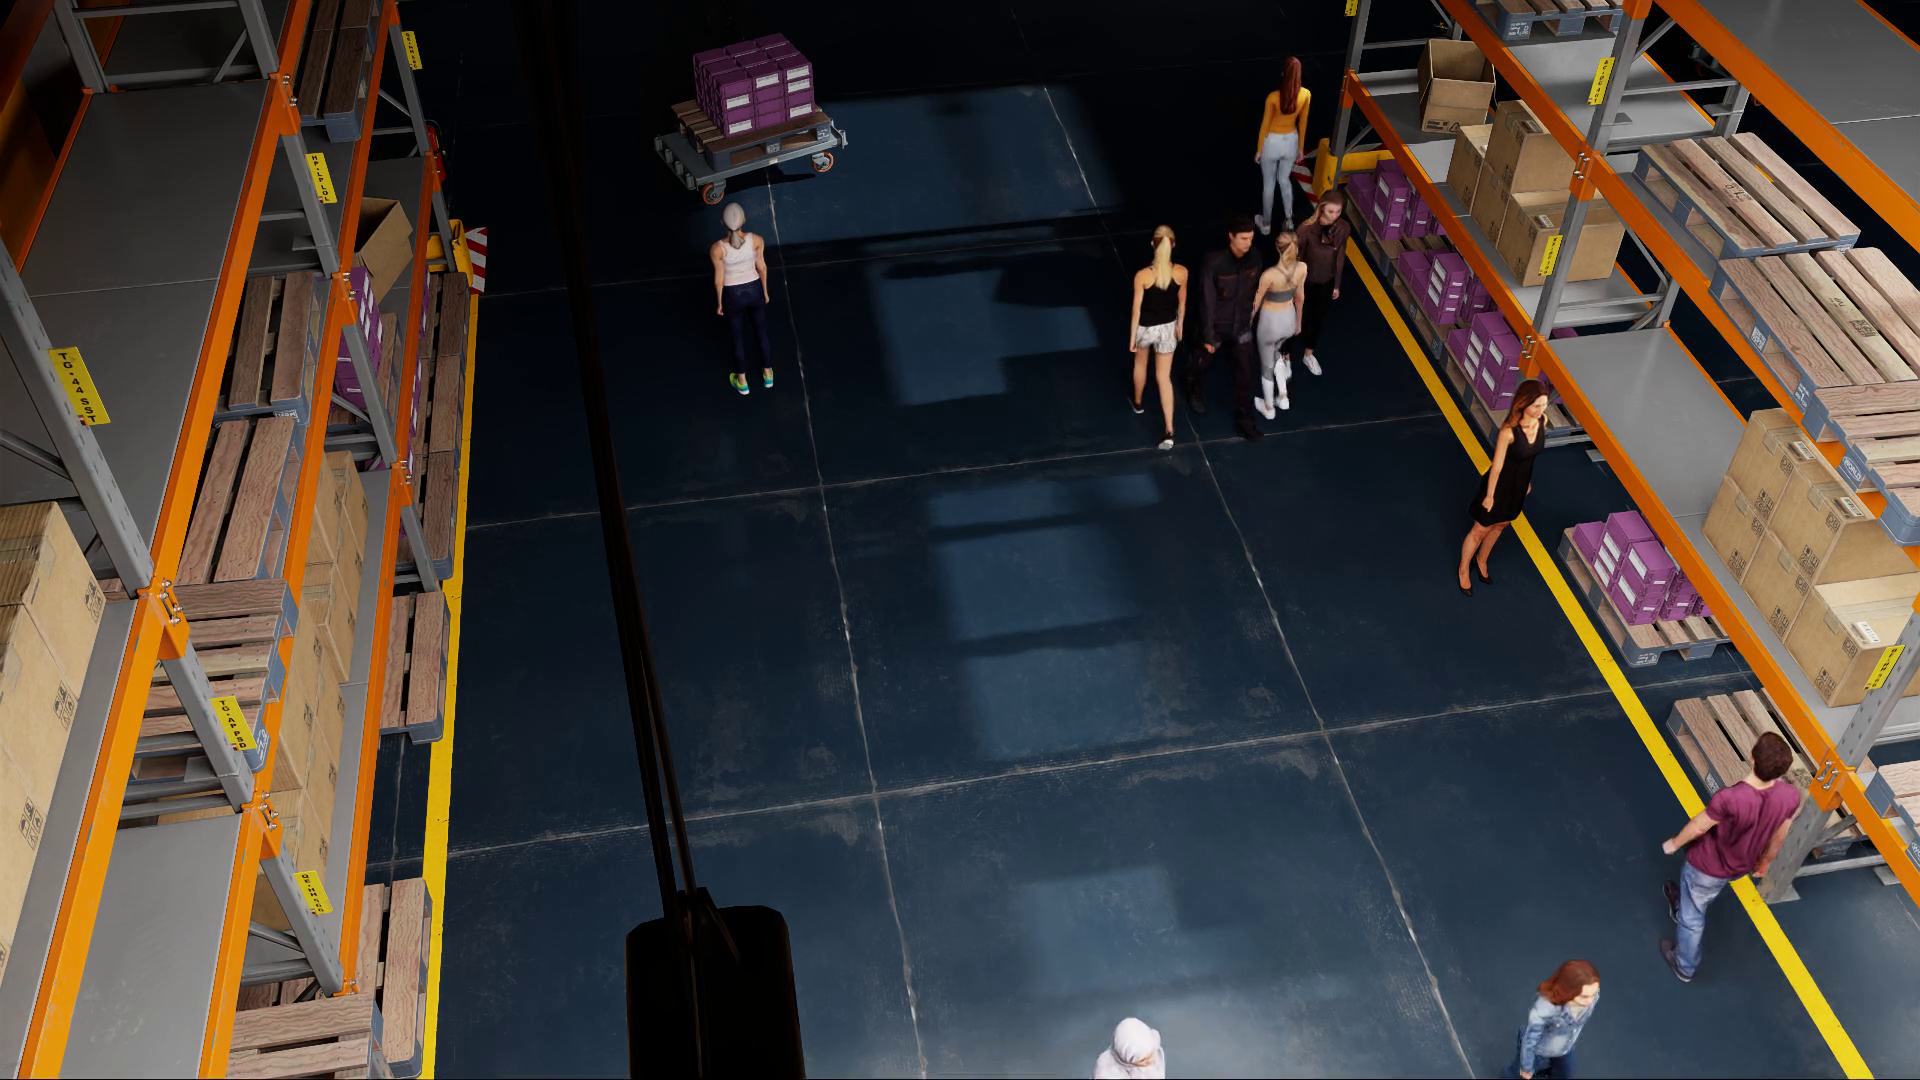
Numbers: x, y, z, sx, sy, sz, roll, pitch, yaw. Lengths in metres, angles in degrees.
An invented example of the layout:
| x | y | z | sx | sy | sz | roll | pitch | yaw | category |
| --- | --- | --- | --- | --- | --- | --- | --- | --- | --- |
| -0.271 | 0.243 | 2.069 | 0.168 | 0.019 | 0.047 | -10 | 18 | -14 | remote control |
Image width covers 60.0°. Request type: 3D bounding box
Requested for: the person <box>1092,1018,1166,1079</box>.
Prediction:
| x | y | z | sx | sy | sz | roll | pitch | yaw | category |
| --- | --- | --- | --- | --- | --- | --- | --- | --- | --- |
| 0.712 | 2.776 | 8.144 | 0.711 | 1.763 | 0.738 | -28 | 50 | -26 | person |

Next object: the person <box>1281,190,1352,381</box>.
| x | y | z | sx | sy | sz | roll | pitch | yaw | category |
| --- | --- | --- | --- | --- | --- | --- | --- | --- | --- |
| 2.820 | -2.055 | 13.256 | 0.600 | 1.706 | 0.491 | -7 | 44 | -8 | person |

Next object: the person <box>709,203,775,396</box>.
| x | y | z | sx | sy | sz | roll | pitch | yaw | category |
| --- | --- | --- | --- | --- | --- | --- | --- | --- | --- |
| -1.705 | -1.900 | 13.096 | 0.640 | 1.703 | 0.601 | -16 | 46 | -16 | person |

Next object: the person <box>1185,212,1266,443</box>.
| x | y | z | sx | sy | sz | roll | pitch | yaw | category |
| --- | --- | --- | --- | --- | --- | --- | --- | --- | --- |
| 1.966 | -1.717 | 12.755 | 0.865 | 1.908 | 1.212 | -15 | 46 | -15 | person |

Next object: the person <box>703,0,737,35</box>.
| x | y | z | sx | sy | sz | roll | pitch | yaw | category |
| --- | --- | --- | --- | --- | --- | --- | --- | --- | --- |
| -2.583 | -6.102 | 17.483 | 0.811 | 1.737 | 0.935 | 10 | 45 | 10 | person |

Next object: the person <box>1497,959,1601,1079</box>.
| x | y | z | sx | sy | sz | roll | pitch | yaw | category |
| --- | --- | --- | --- | --- | --- | --- | --- | --- | --- |
| 3.000 | 2.530 | 8.619 | 0.673 | 1.464 | 0.632 | -17 | 46 | -17 | person |

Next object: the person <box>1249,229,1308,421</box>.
| x | y | z | sx | sy | sz | roll | pitch | yaw | category |
| --- | --- | --- | --- | --- | --- | --- | --- | --- | --- |
| 2.467 | -1.588 | 12.777 | 0.632 | 1.692 | 0.696 | -16 | 46 | -16 | person |

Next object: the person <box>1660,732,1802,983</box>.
| x | y | z | sx | sy | sz | roll | pitch | yaw | category |
| --- | --- | --- | --- | --- | --- | --- | --- | --- | --- |
| 4.212 | 1.803 | 9.117 | 0.669 | 1.830 | 0.861 | -10 | 44 | -10 | person |

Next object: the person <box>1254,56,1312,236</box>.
| x | y | z | sx | sy | sz | roll | pitch | yaw | category |
| --- | --- | --- | --- | --- | --- | --- | --- | --- | --- |
| 2.851 | -3.393 | 14.636 | 0.613 | 1.740 | 0.830 | -10 | 45 | -10 | person |

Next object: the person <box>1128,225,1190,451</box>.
| x | y | z | sx | sy | sz | roll | pitch | yaw | category |
| --- | --- | --- | --- | --- | --- | --- | --- | --- | --- |
| 1.509 | -1.527 | 12.625 | 0.613 | 1.813 | 1.154 | -5 | 44 | -5 | person |

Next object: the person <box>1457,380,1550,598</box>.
| x | y | z | sx | sy | sz | roll | pitch | yaw | category |
| --- | --- | --- | --- | --- | --- | --- | --- | --- | --- |
| 3.725 | -0.346 | 11.370 | 0.651 | 1.834 | 0.644 | -23 | 48 | -23 | person |
